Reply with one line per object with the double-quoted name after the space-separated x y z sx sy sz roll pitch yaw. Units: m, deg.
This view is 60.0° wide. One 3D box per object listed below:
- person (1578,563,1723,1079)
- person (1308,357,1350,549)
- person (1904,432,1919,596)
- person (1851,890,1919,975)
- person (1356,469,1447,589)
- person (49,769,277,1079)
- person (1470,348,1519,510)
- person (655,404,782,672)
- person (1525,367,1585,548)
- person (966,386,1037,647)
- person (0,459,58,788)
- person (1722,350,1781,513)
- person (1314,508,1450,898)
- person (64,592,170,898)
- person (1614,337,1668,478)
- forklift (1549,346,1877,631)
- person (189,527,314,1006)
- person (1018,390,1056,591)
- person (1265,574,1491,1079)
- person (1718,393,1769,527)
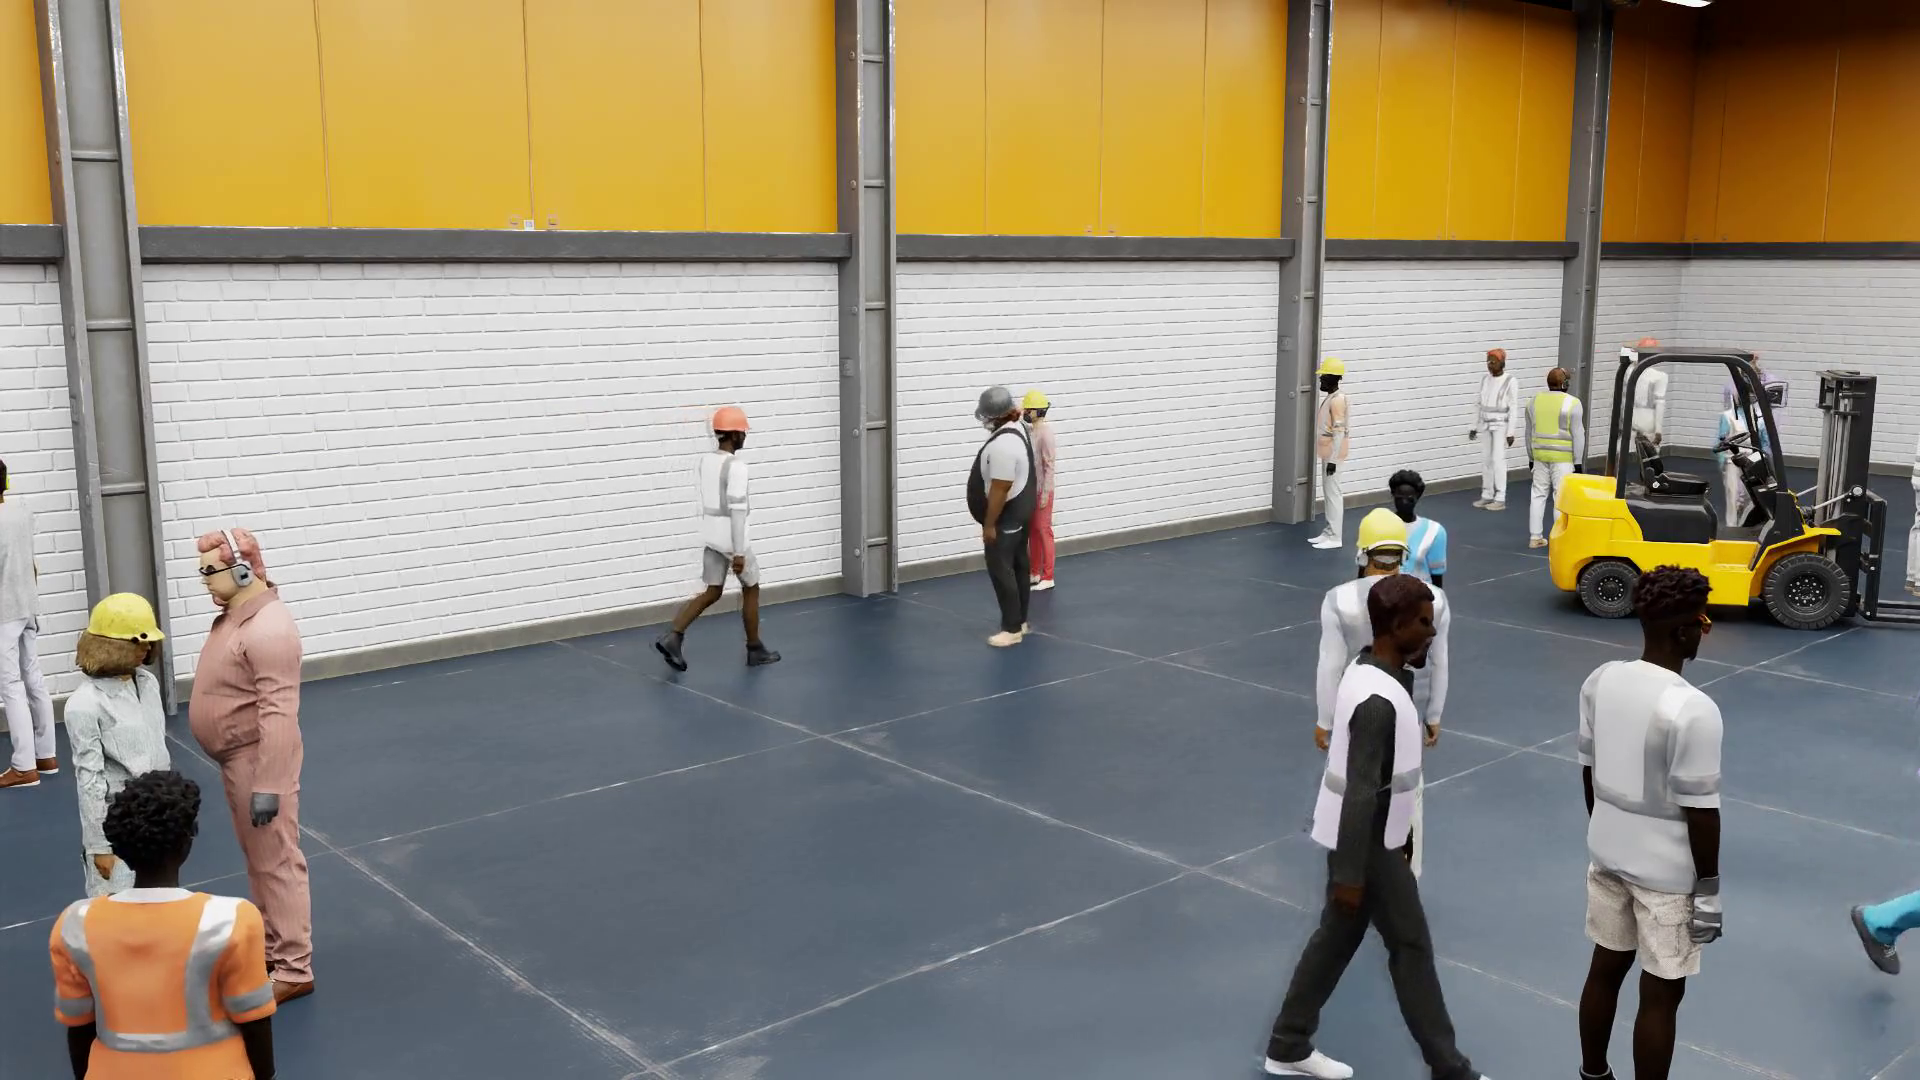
2.268 1.043 5.447 0.367 1.967 0.606 -3 10 -17 "person"
3.734 -0.874 16.780 0.355 1.930 0.593 1 10 6 "person"
8.456 -0.448 14.417 0.362 1.886 0.575 3 10 19 "person"
3.919 0.962 6.385 0.598 1.809 0.712 -6 12 -33 "person"
2.692 0.382 10.149 0.534 1.674 0.759 5 11 26 "person"
-1.958 1.402 4.140 0.550 1.696 0.319 0 10 2 "person"
6.240 -1.291 19.375 0.377 1.874 0.596 -4 11 -24 "person"
-1.725 -0.003 11.782 0.878 1.912 0.551 -8 13 -39 "person"
5.968 -0.812 16.673 0.429 1.846 0.625 -8 12 -39 "person"
0.326 -0.242 12.758 0.533 2.000 0.828 2 10 14 "person"
-5.298 0.449 9.235 0.330 1.865 0.518 0 10 2 "person"
9.149 -1.265 19.241 0.645 1.874 0.804 7 12 34 "person"
1.877 0.768 7.461 0.600 1.827 0.404 -1 10 -4 "person"
-3.018 1.048 6.089 0.304 1.740 0.484 1 10 3 "person"
7.927 -1.367 19.471 0.986 2.010 0.618 -8 12 -39 "person"
6.109 -0.478 13.691 2.313 2.155 1.214 3 10 16 "forklift"
-2.796 0.888 6.550 0.406 1.903 0.639 -6 12 -33 "person"
0.667 -0.438 14.710 0.316 1.769 0.525 -4 11 -23 "person"
1.514 1.041 5.749 0.915 1.869 0.615 2 10 13 "person"
8.088 -0.790 17.184 0.519 1.623 0.377 2 10 12 "person"
